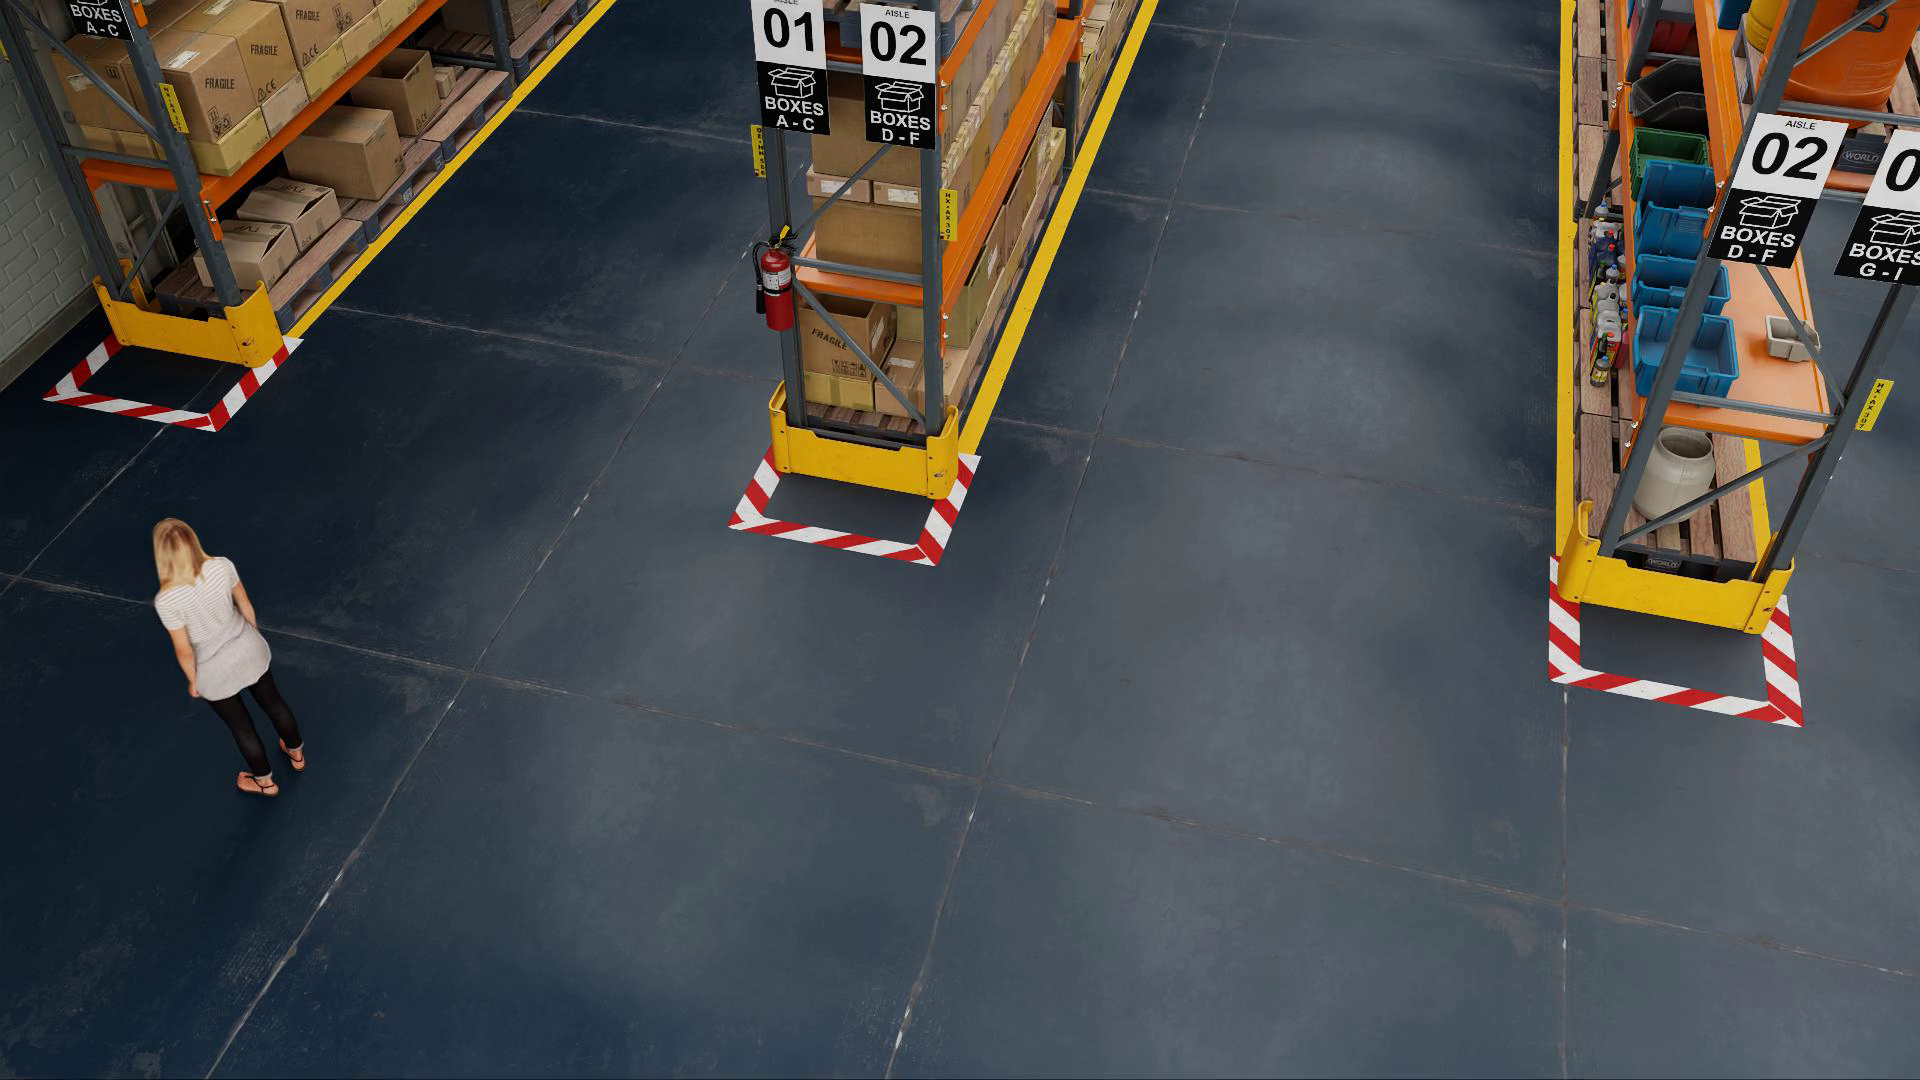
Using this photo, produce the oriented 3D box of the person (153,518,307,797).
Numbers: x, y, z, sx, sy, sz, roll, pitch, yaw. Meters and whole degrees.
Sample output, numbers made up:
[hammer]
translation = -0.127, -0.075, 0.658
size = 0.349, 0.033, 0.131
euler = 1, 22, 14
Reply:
[person]
translation = -3.636, 0.592, 8.270
size = 0.716, 1.827, 0.569
euler = 24, 48, 24
